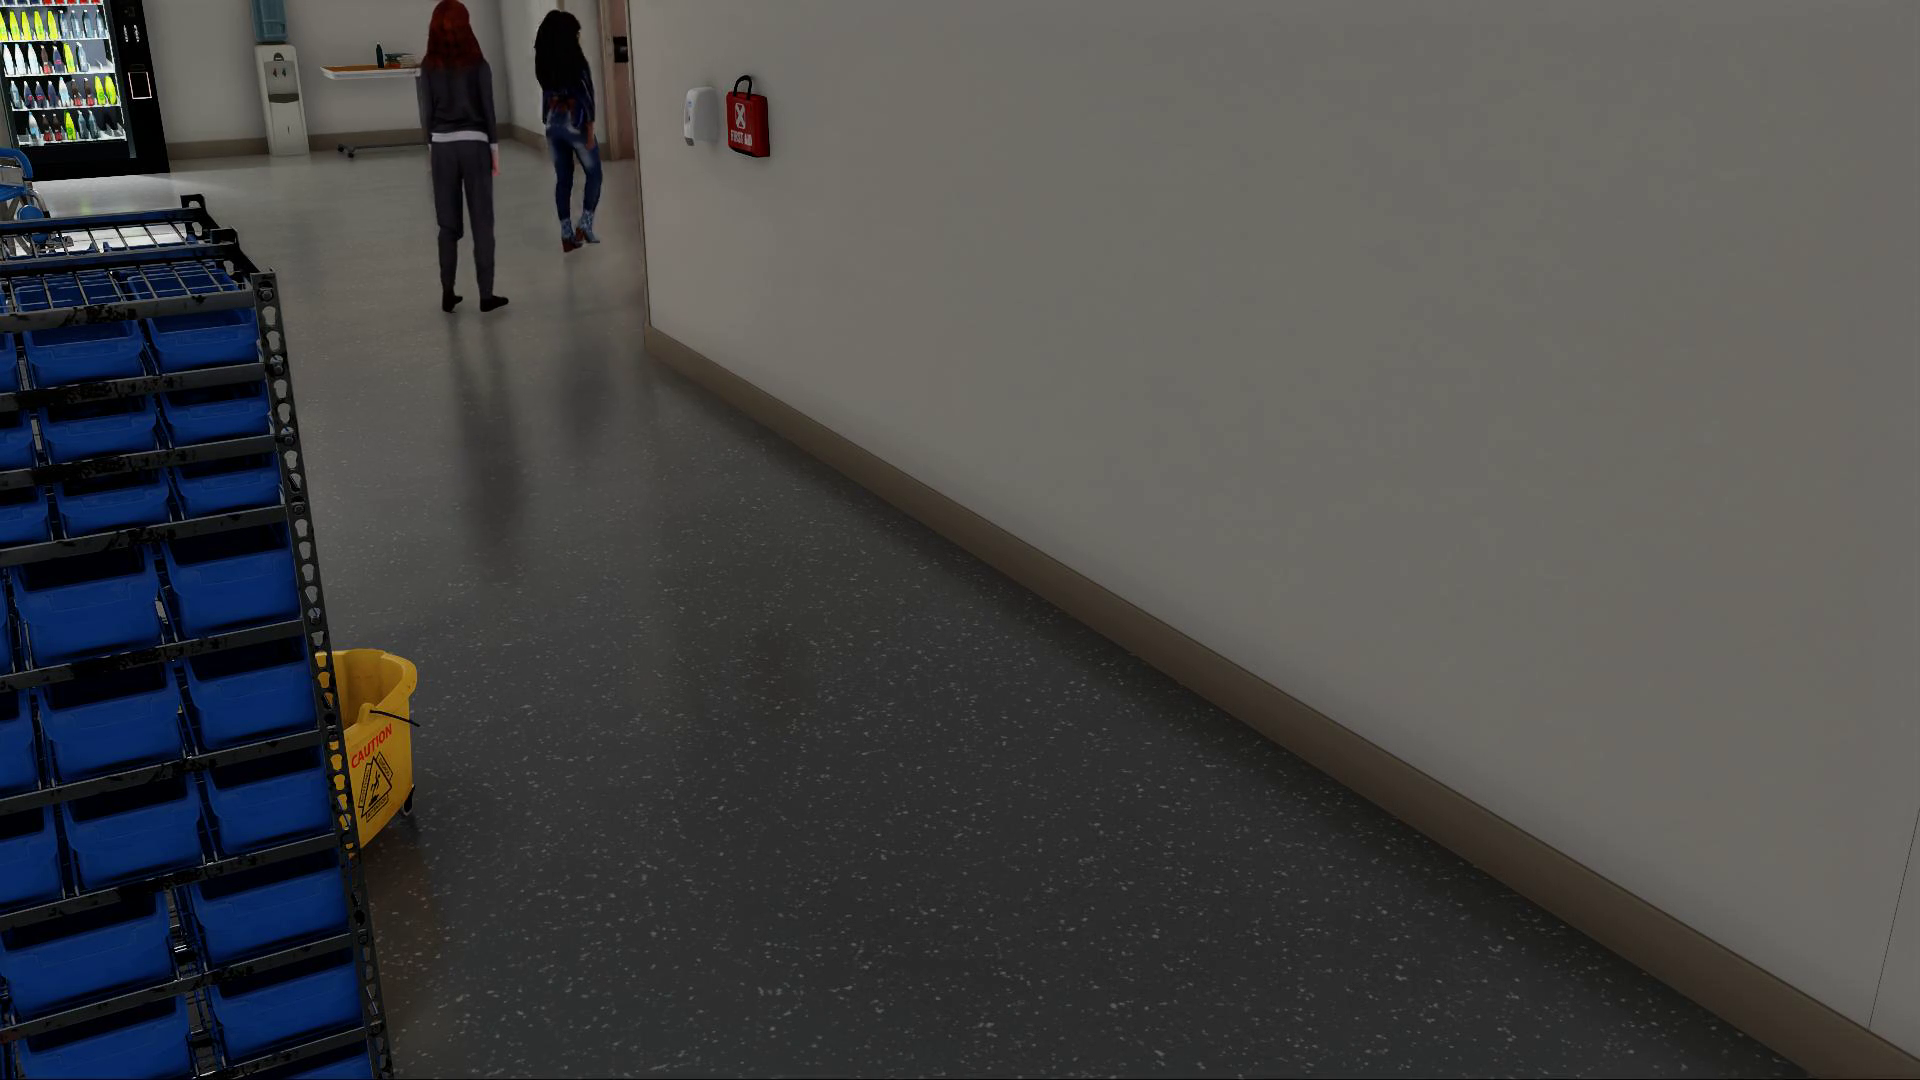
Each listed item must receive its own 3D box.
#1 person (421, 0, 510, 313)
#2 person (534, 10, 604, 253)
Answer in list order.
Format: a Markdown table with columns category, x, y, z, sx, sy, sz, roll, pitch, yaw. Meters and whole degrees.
| category | x | y | z | sx | sy | sz | roll | pitch | yaw |
| --- | --- | --- | --- | --- | --- | --- | --- | --- | --- |
| person | -2.905 | -2.221 | 9.688 | 0.628 | 1.772 | 0.720 | 2 | 21 | 4 |
| person | -2.721 | -2.774 | 11.380 | 0.730 | 1.609 | 0.774 | 7 | 22 | 18 |
